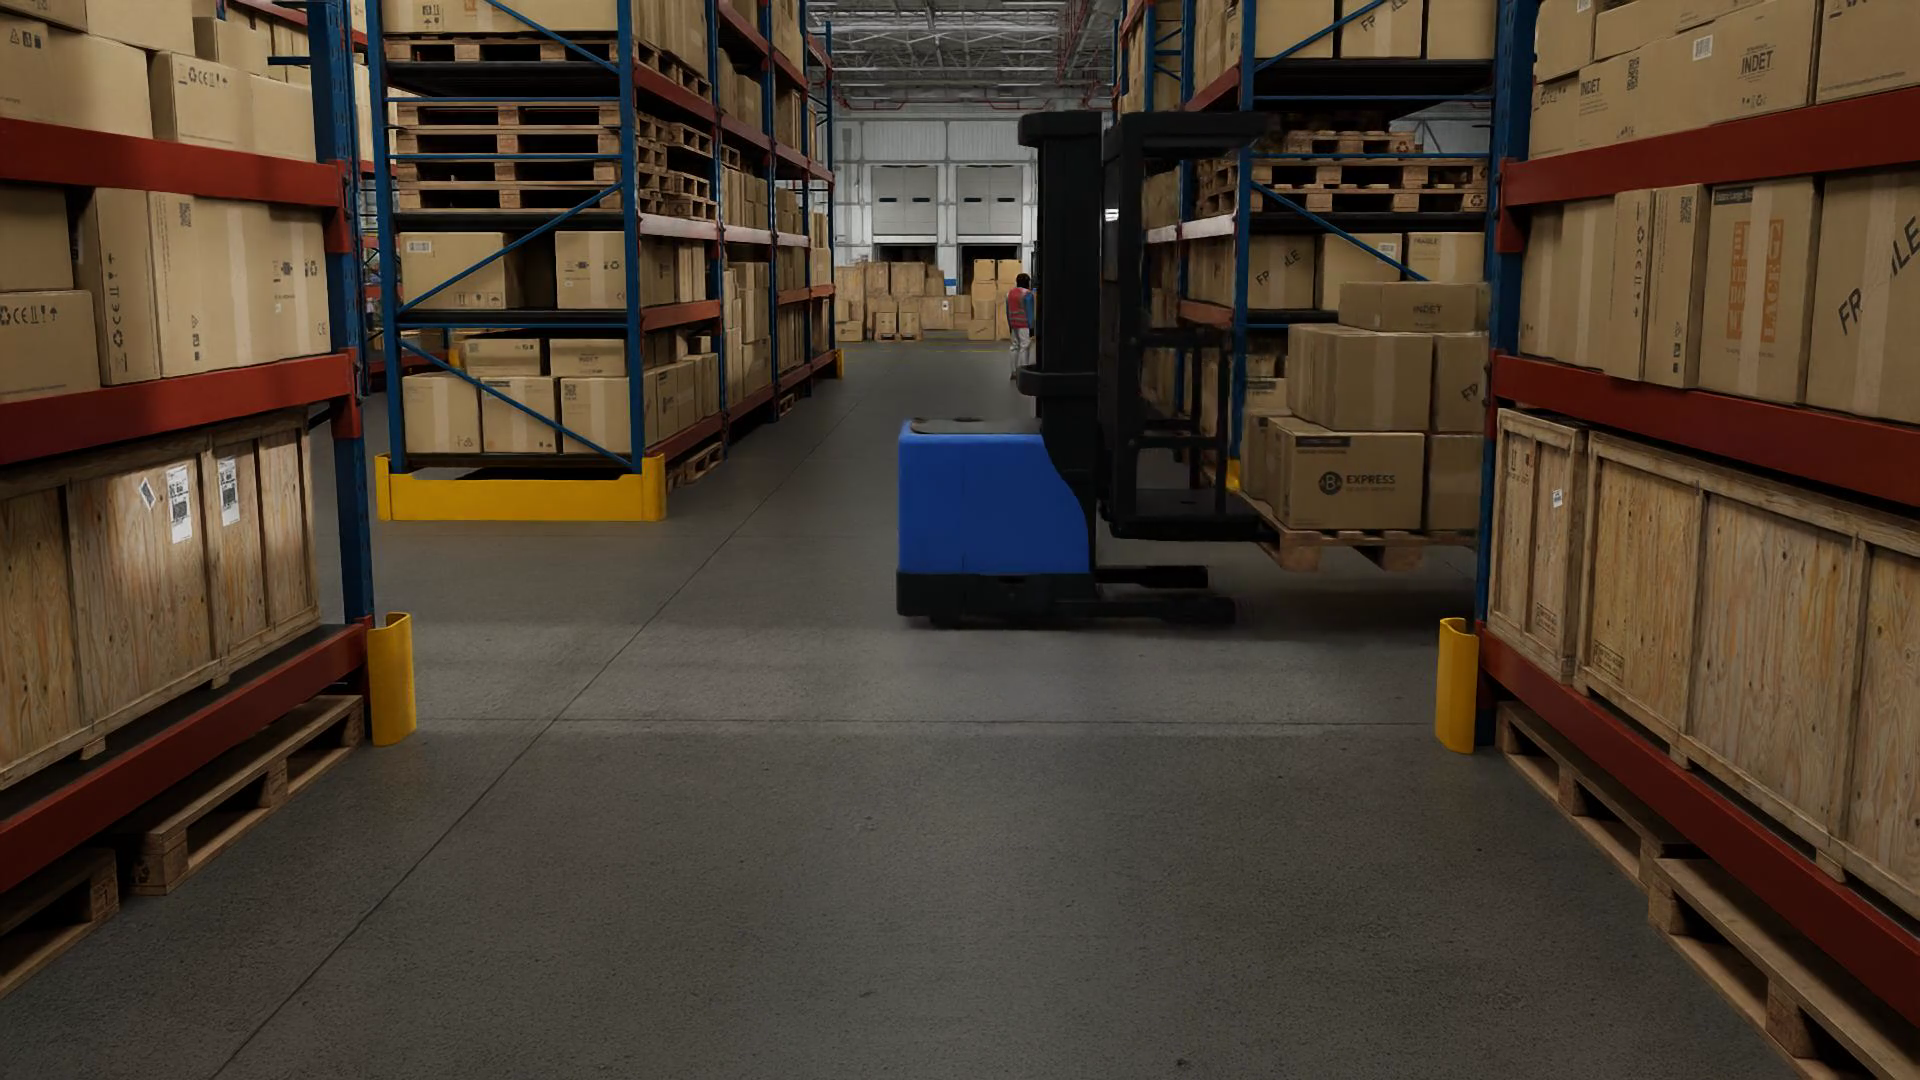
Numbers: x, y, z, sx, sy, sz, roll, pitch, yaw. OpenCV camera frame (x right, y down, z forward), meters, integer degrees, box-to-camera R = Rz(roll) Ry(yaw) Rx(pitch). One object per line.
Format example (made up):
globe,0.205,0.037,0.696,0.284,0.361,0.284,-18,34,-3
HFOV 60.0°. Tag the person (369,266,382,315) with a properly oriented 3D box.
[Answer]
person,-22.407,-9.579,63.867,0.881,1.909,0.555,5,11,28

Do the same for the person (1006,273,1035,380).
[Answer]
person,1.070,-3.649,28.526,0.429,1.841,0.633,-7,12,-37

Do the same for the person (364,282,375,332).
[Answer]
person,-12.705,-4.781,35.200,0.934,1.882,0.605,4,10,23

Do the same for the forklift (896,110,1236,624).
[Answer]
forklift,0.580,-0.988,9.479,1.873,2.768,1.129,0,9,0

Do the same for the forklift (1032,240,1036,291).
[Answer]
forklift,3.172,-9.648,61.356,1.129,2.768,1.873,0,9,1

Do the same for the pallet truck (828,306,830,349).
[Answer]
pallet truck,-3.100,-3.940,29.800,1.885,1.965,0.823,3,10,19
